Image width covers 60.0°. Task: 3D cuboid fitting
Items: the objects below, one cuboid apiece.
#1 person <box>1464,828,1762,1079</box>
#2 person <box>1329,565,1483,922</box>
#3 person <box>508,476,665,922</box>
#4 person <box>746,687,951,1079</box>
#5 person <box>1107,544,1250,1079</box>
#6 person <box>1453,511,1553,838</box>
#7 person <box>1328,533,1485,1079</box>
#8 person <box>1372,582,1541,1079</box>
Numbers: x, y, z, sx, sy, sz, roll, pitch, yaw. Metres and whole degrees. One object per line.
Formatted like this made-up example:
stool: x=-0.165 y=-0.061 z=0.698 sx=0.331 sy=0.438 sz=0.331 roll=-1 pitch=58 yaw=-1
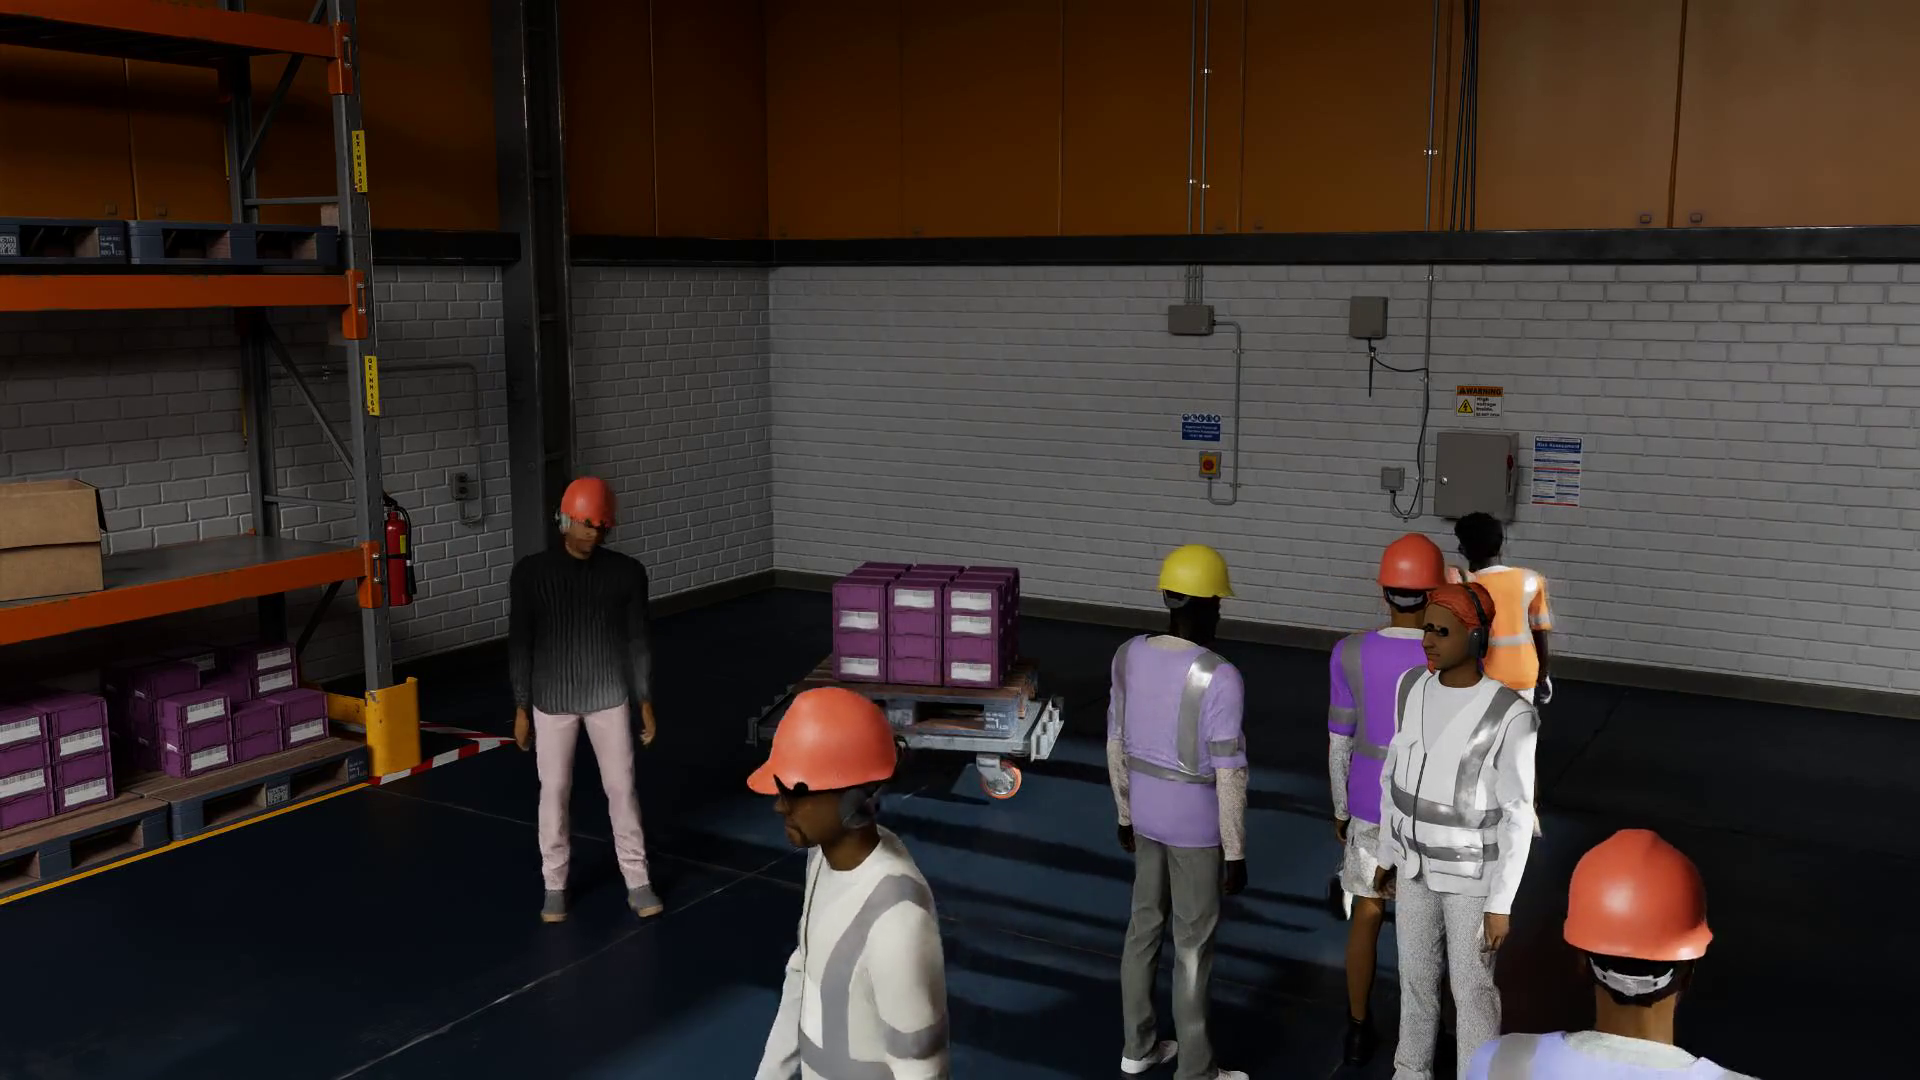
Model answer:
person: x=1.102 y=1.440 z=2.810 sx=0.563 sy=1.918 sz=0.466 roll=6 pitch=11 yaw=32
person: x=1.918 y=0.904 z=7.081 sx=0.636 sy=1.619 sz=0.551 roll=-6 pitch=11 yaw=-33
person: x=-1.646 y=0.705 z=7.278 sx=0.636 sy=1.971 sz=0.430 roll=-3 pitch=10 yaw=-17
person: x=-0.186 y=1.280 z=3.648 sx=1.092 sy=1.989 sz=0.612 roll=-2 pitch=9 yaw=-11
person: x=0.774 y=0.965 z=5.755 sx=0.381 sy=1.923 sz=0.595 roll=-7 pitch=12 yaw=-38
person: x=2.633 y=0.698 z=8.220 sx=0.581 sy=1.664 sz=0.335 roll=-1 pitch=9 yaw=-9
person: x=1.572 y=0.937 z=5.887 sx=0.545 sy=1.941 sz=0.351 roll=4 pitch=10 yaw=25
person: x=1.543 y=1.061 z=5.291 sx=0.355 sy=1.882 sz=0.576 roll=-5 pitch=11 yaw=-30
